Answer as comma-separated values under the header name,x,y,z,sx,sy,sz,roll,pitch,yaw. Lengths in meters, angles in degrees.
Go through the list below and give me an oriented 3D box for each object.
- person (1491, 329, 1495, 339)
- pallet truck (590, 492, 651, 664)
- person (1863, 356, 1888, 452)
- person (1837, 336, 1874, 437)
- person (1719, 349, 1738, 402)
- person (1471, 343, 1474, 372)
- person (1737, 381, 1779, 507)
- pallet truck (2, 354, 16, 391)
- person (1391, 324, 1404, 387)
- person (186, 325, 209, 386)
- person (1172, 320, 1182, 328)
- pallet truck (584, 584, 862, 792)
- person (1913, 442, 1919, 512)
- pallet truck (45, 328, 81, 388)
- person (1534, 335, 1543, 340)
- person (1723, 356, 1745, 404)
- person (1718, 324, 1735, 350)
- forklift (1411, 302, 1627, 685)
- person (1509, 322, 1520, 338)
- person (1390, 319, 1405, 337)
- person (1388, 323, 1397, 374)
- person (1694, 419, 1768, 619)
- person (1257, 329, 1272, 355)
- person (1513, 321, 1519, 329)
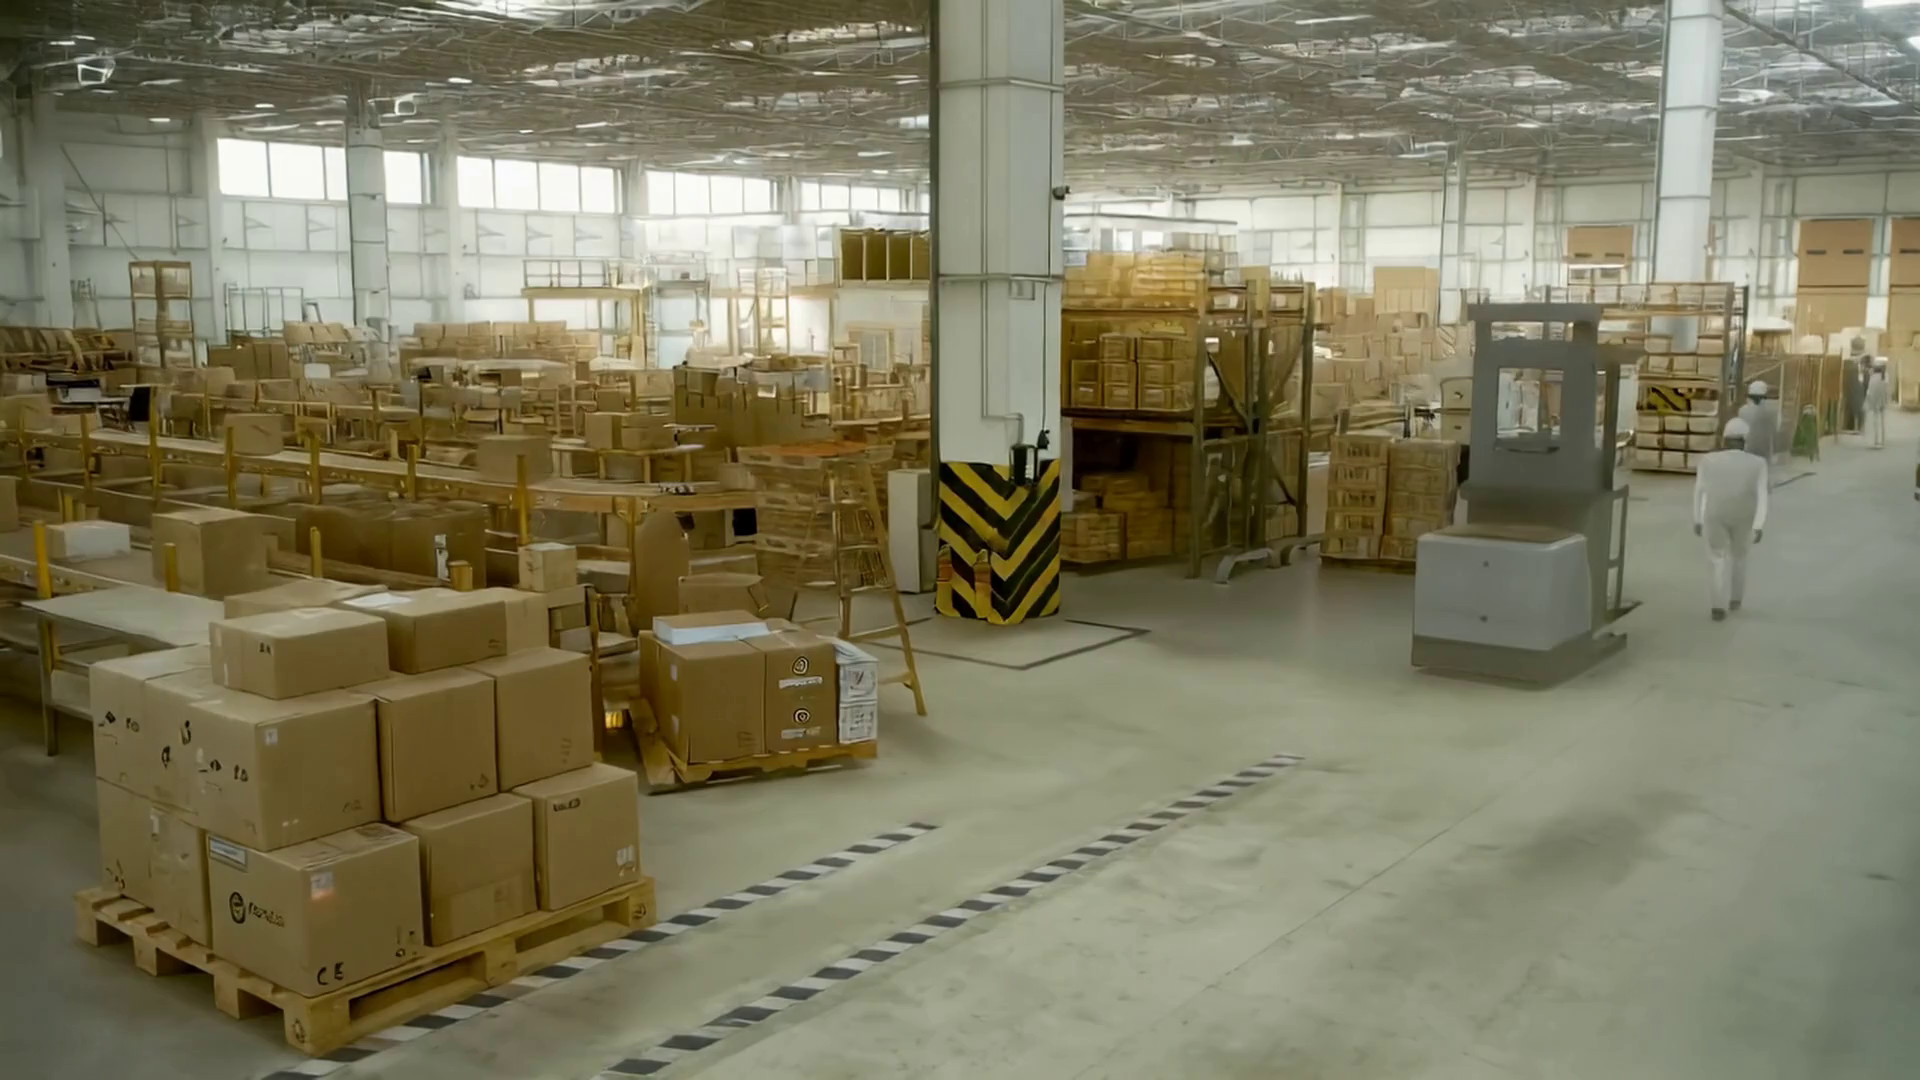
name,x,y,z,sx,sy,sz,roll,pitch,yaw
person,13.768,-4.544,43.507,0.374,1.992,0.622,1,9,9
pallet truck,-3.115,0.344,12.883,0.653,1.274,1.630,7,11,37
person,16.793,-2.489,30.445,0.328,1.760,0.523,2,9,14
person,18.056,-3.097,33.595,0.538,2.000,0.681,-1,8,-5
person,17.248,-3.458,37.322,0.882,1.652,0.547,7,11,38
person,14.426,-4.907,46.271,0.539,1.908,0.823,-3,9,-20
person,10.591,-1.246,22.108,0.532,1.754,0.480,8,11,42
pallet truck,-24.881,-4.417,42.634,1.885,1.965,0.823,8,11,41
person,13.517,-5.689,51.411,0.358,1.938,0.545,-1,9,-9
person,-23.515,-5.662,51.339,0.641,1.908,0.407,-4,9,-26
person,8.962,-8.160,68.246,0.340,1.882,0.585,-8,11,-42
pallet truck,-1.426,0.805,10.019,1.601,1.201,0.680,-4,9,-26
person,10.389,-0.548,17.576,0.548,1.681,0.439,5,10,30
pallet truck,-23.775,-4.544,43.495,1.885,1.965,0.823,6,10,35
person,15.015,-4.386,43.012,0.540,1.838,0.922,-6,10,-35
person,16.590,-3.179,35.574,0.506,1.619,0.550,-3,9,-17
person,27.508,-6.884,59.935,0.645,1.790,0.993,1,9,9
forklift,4.379,-0.438,12.852,1.129,2.768,1.873,7,11,37
person,22.949,-8.199,69.052,0.495,1.722,0.742,-1,9,-8
person,16.418,-7.329,62.467,0.372,1.939,0.629,-6,11,-37
person,15.553,-6.813,59.367,0.705,1.831,0.522,3,9,18
person,6.904,-0.196,14.926,0.606,1.779,0.951,5,10,30
person,8.288,-4.870,45.895,0.863,1.927,0.647,7,11,41
person,26.370,-9.762,78.911,0.386,1.922,0.594,3,9,17
